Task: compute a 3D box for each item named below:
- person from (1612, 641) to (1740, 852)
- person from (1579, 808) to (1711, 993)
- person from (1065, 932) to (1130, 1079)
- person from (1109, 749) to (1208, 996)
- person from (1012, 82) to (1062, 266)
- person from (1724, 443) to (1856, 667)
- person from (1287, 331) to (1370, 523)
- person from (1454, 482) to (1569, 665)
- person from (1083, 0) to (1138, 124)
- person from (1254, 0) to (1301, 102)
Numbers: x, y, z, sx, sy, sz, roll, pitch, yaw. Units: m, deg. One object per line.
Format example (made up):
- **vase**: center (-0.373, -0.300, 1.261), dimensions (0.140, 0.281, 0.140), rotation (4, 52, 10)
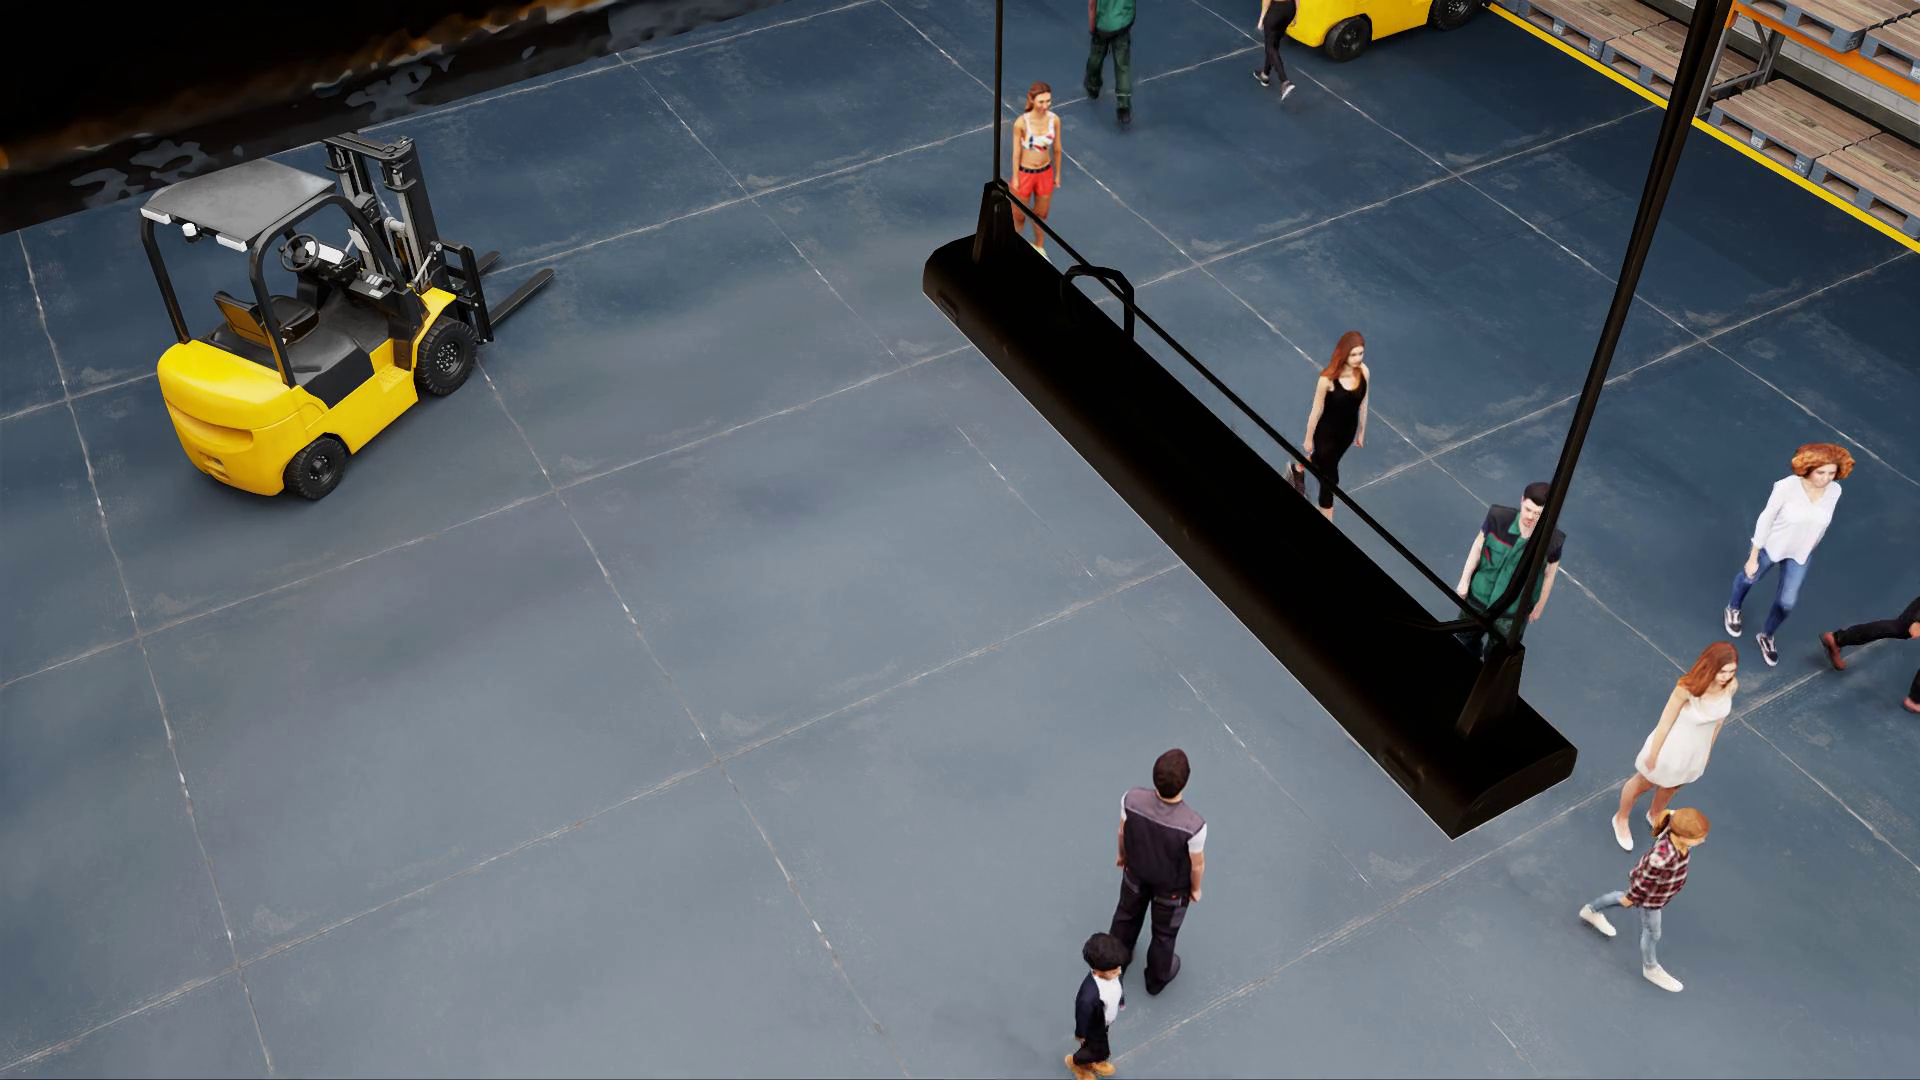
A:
- **person**: center (4.181, 1.177, 9.660), dimensions (0.629, 1.709, 0.621), rotation (-7, 44, -7)
- **person**: center (3.783, 1.878, 9.243), dimensions (0.958, 1.270, 0.703), rotation (34, 53, 30)
- **person**: center (0.670, 2.431, 8.701), dimensions (0.606, 1.217, 0.578), rotation (21, 47, 21)
- **person**: center (1.058, 1.785, 8.925), dimensions (0.698, 1.843, 0.811), rotation (24, 48, 23)
- **person**: center (0.621, -3.078, 14.075), dimensions (0.636, 1.781, 0.631), rotation (-9, 44, -9)
- **person**: center (5.388, -0.028, 10.937), dimensions (0.847, 1.693, 0.914), rotation (8, 44, 8)
- **person**: center (2.602, -0.795, 11.741), dimensions (0.669, 1.694, 1.141), rotation (-17, 46, -17)
- **person**: center (3.387, 0.328, 10.411), dimensions (0.970, 1.903, 0.968), rotation (23, 48, 22)
- **person**: center (1.505, -4.875, 15.950), dimensions (0.949, 1.796, 1.299), rotation (-9, 44, -9)
- **person**: center (3.166, -5.111, 16.324), dimensions (0.647, 1.622, 1.021), rotation (-15, 46, -15)
